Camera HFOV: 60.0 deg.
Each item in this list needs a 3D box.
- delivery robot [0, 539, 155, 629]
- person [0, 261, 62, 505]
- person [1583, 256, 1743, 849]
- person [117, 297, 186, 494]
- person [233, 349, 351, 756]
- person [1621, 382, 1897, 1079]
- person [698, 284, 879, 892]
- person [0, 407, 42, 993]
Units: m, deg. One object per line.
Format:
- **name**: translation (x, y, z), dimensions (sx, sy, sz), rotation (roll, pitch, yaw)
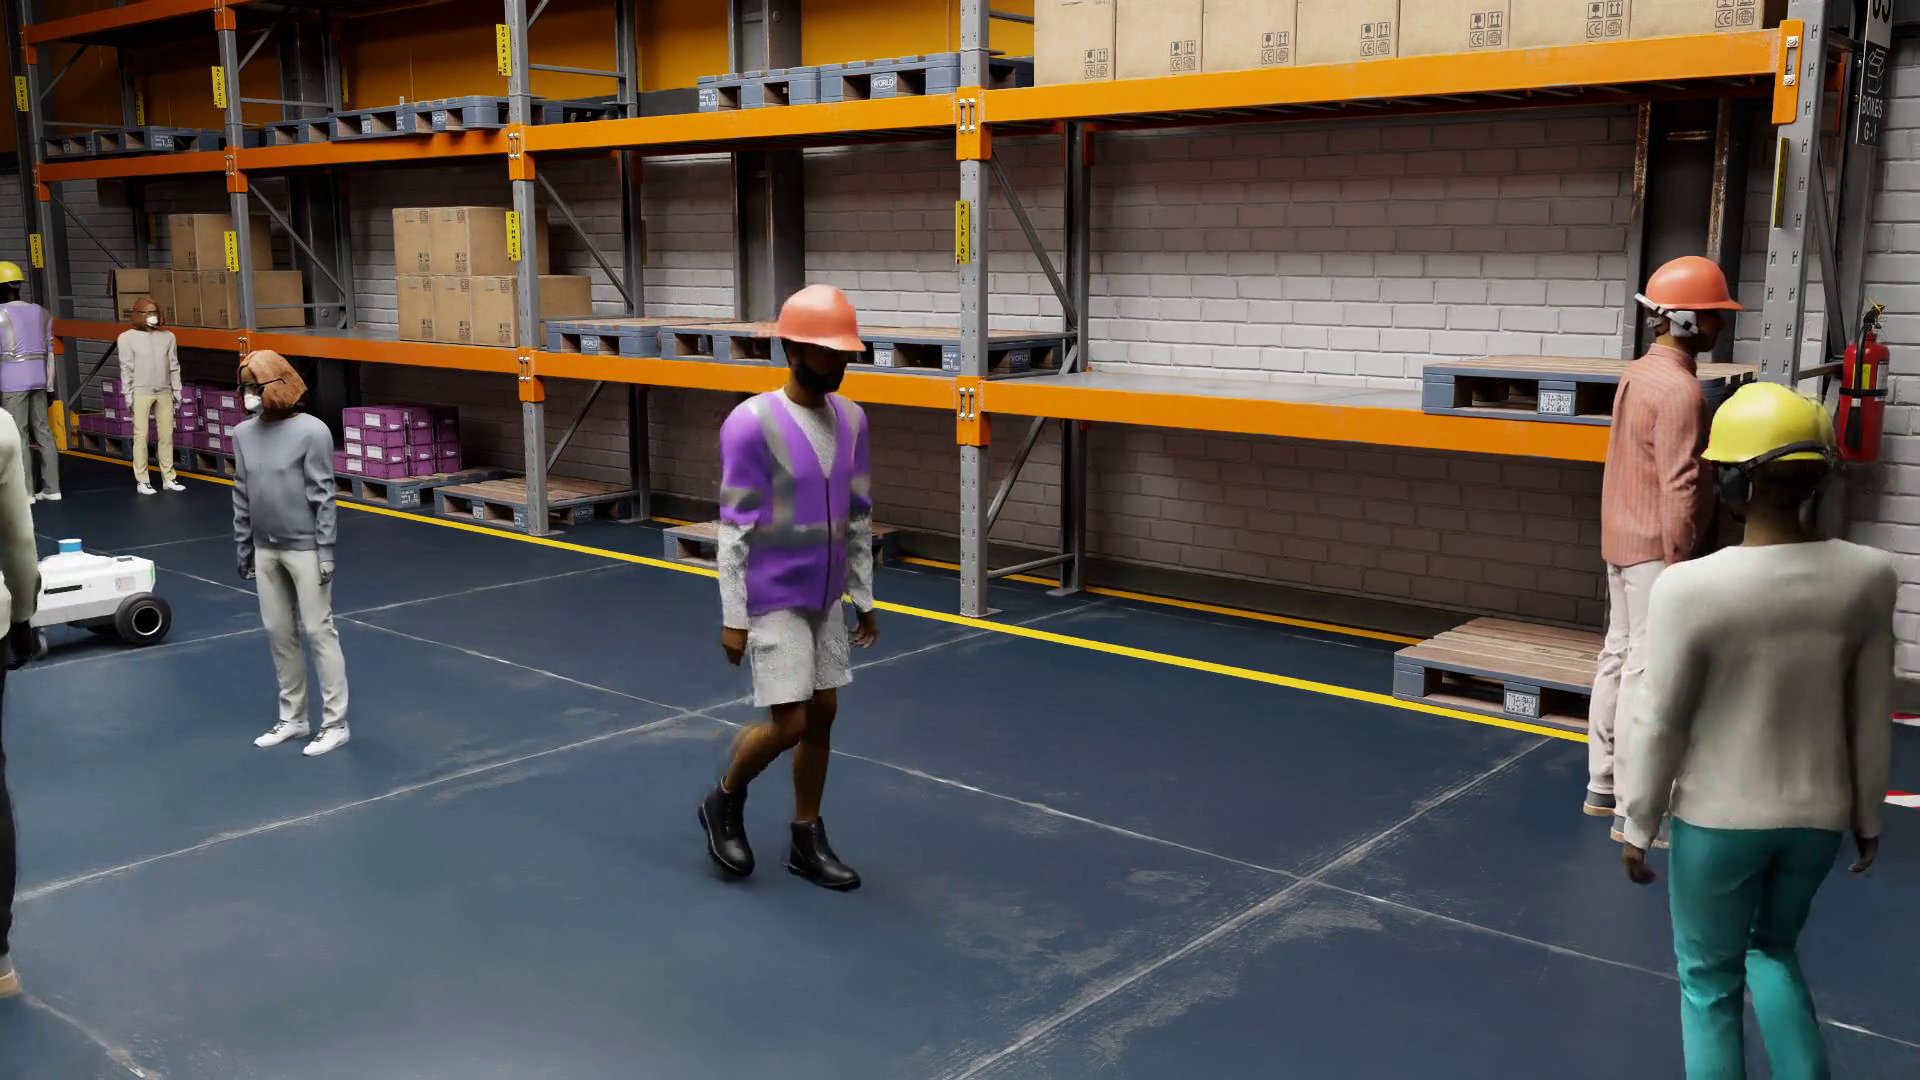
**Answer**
- **delivery robot**: translation (-4.465, 0.239, 8.381), dimensions (0.477, 0.478, 0.707), rotation (8, 13, 38)
- **person**: translation (-7.435, -1.231, 13.153), dimensions (0.401, 1.918, 0.588), rotation (4, 11, 20)
- **person**: translation (2.398, 0.038, 5.694), dimensions (0.395, 1.994, 0.612), rotation (1, 10, 6)
- **person**: translation (-6.676, -1.190, 13.744), dimensions (0.279, 1.625, 0.497), rotation (8, 12, 37)
- **person**: translation (-2.709, 0.048, 6.696), dimensions (0.509, 1.623, 0.286), rotation (4, 11, 22)
- **person**: translation (1.620, 0.556, 3.415), dimensions (0.549, 1.752, 0.372), rotation (-2, 10, -9)
- **person**: translation (-0.506, 0.169, 5.180), dimensions (0.534, 1.917, 0.564), rotation (8, 13, 38)
- **person**: translation (-2.920, 0.240, 4.625), dimensions (0.638, 1.962, 0.880), rotation (-9, 13, -42)
